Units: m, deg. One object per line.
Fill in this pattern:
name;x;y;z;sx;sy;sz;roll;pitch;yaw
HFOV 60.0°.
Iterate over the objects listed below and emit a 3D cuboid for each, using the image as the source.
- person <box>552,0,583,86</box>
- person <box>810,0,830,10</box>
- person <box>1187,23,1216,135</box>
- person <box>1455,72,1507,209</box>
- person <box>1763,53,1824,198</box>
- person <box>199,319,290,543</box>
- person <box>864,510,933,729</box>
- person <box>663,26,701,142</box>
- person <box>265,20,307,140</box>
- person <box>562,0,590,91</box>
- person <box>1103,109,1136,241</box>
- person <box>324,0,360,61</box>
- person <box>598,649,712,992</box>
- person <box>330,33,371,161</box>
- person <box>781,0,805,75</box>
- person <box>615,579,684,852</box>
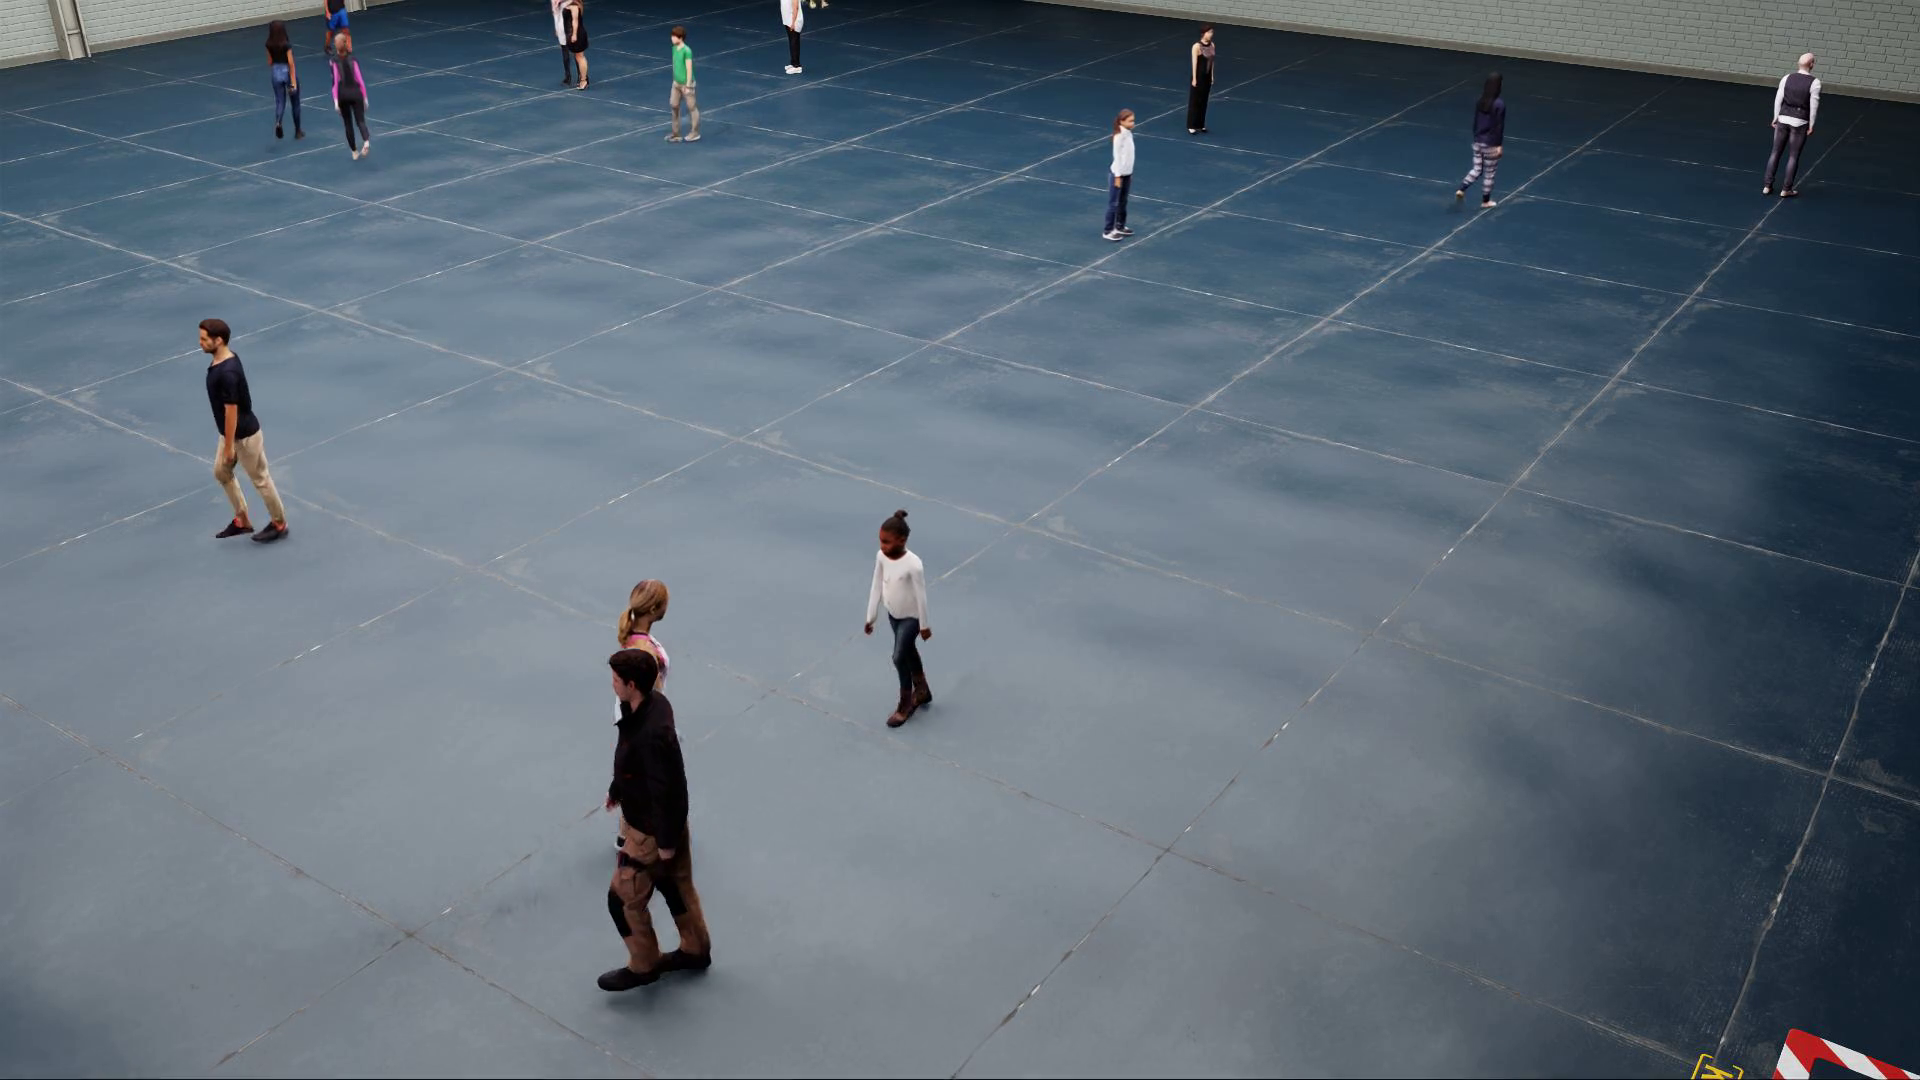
person;-6.529;-8.540;27.750;0.670;1.803;0.776;-14;30;-25
person;-3.057;-11.835;34.191;1.054;1.766;0.971;-13;30;-24
person;3.584;-6.863;24.713;0.556;1.602;0.698;-19;33;-32
person;6.610;-5.023;21.009;0.982;1.722;0.841;-14;30;-26
person;10.823;-5.396;21.623;0.729;1.823;0.639;25;36;39
person;-5.424;-0.838;12.754;0.898;1.839;0.844;-15;31;-27
person;-0.301;0.457;10.673;0.726;1.442;0.625;-24;36;-39
person;-3.961;-6.669;24.294;0.665;1.640;0.842;22;35;36
person;-9.842;-6.637;24.146;0.883;1.719;1.023;1;27;1
person;-6.296;-8.300;27.377;0.821;1.718;0.747;-2;27;-5
person;1.931;-4.409;20.001;0.598;1.553;0.446;20;33;34
person;-11.126;-9.399;29.458;0.737;1.766;1.122;21;34;35
person;-1.436;1.395;8.350;0.997;1.901;0.936;-6;28;-11
person;-8.471;-6.116;23.124;0.941;1.729;0.923;-13;30;-24
person;-2.892;-8.926;28.627;0.822;1.687;0.751;-3;27;-5
person;-1.861;1.034;9.209;0.819;1.755;0.776;-13;30;-23
